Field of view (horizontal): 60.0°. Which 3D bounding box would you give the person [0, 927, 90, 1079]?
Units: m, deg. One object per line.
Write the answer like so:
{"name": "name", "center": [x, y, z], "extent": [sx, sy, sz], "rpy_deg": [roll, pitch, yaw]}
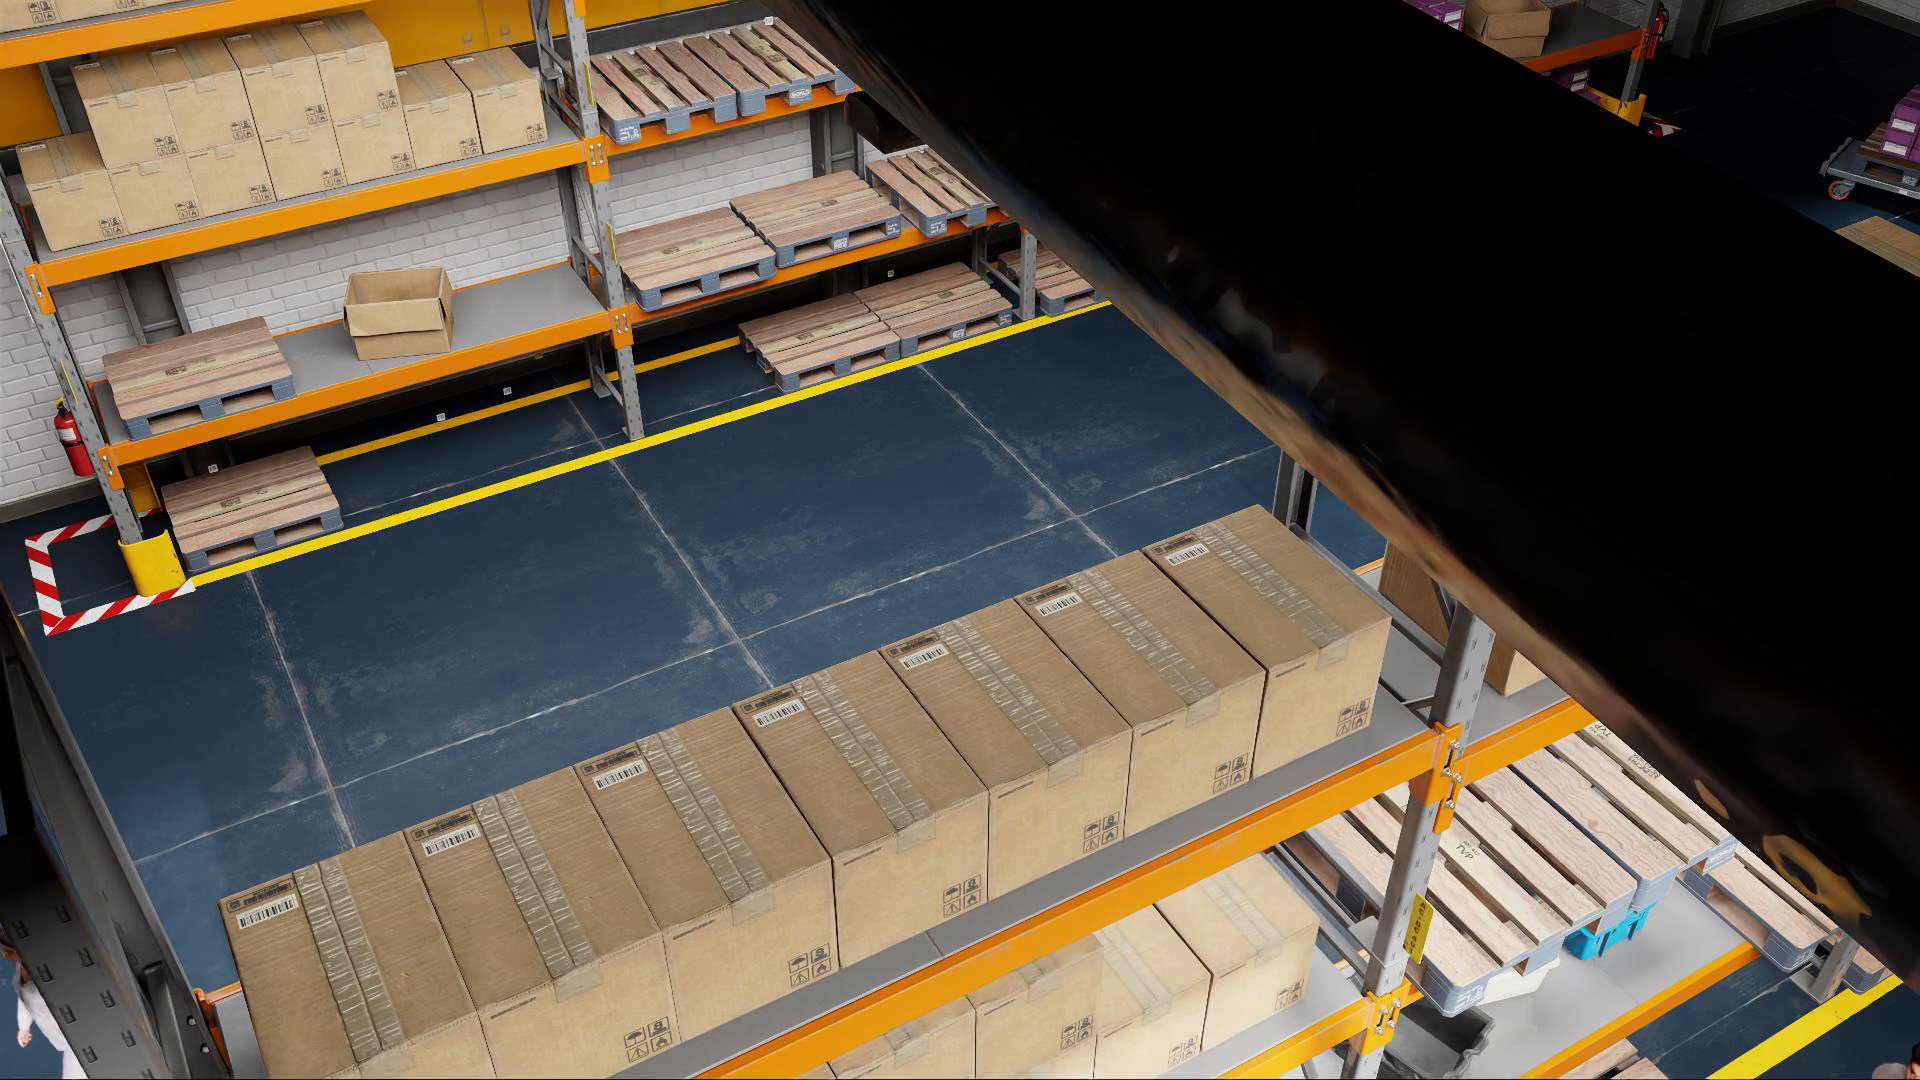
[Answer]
{"name": "person", "center": [-4.591, 2.516, 8.794], "extent": [0.782, 1.744, 1.046], "rpy_deg": [30, 48, 32]}
